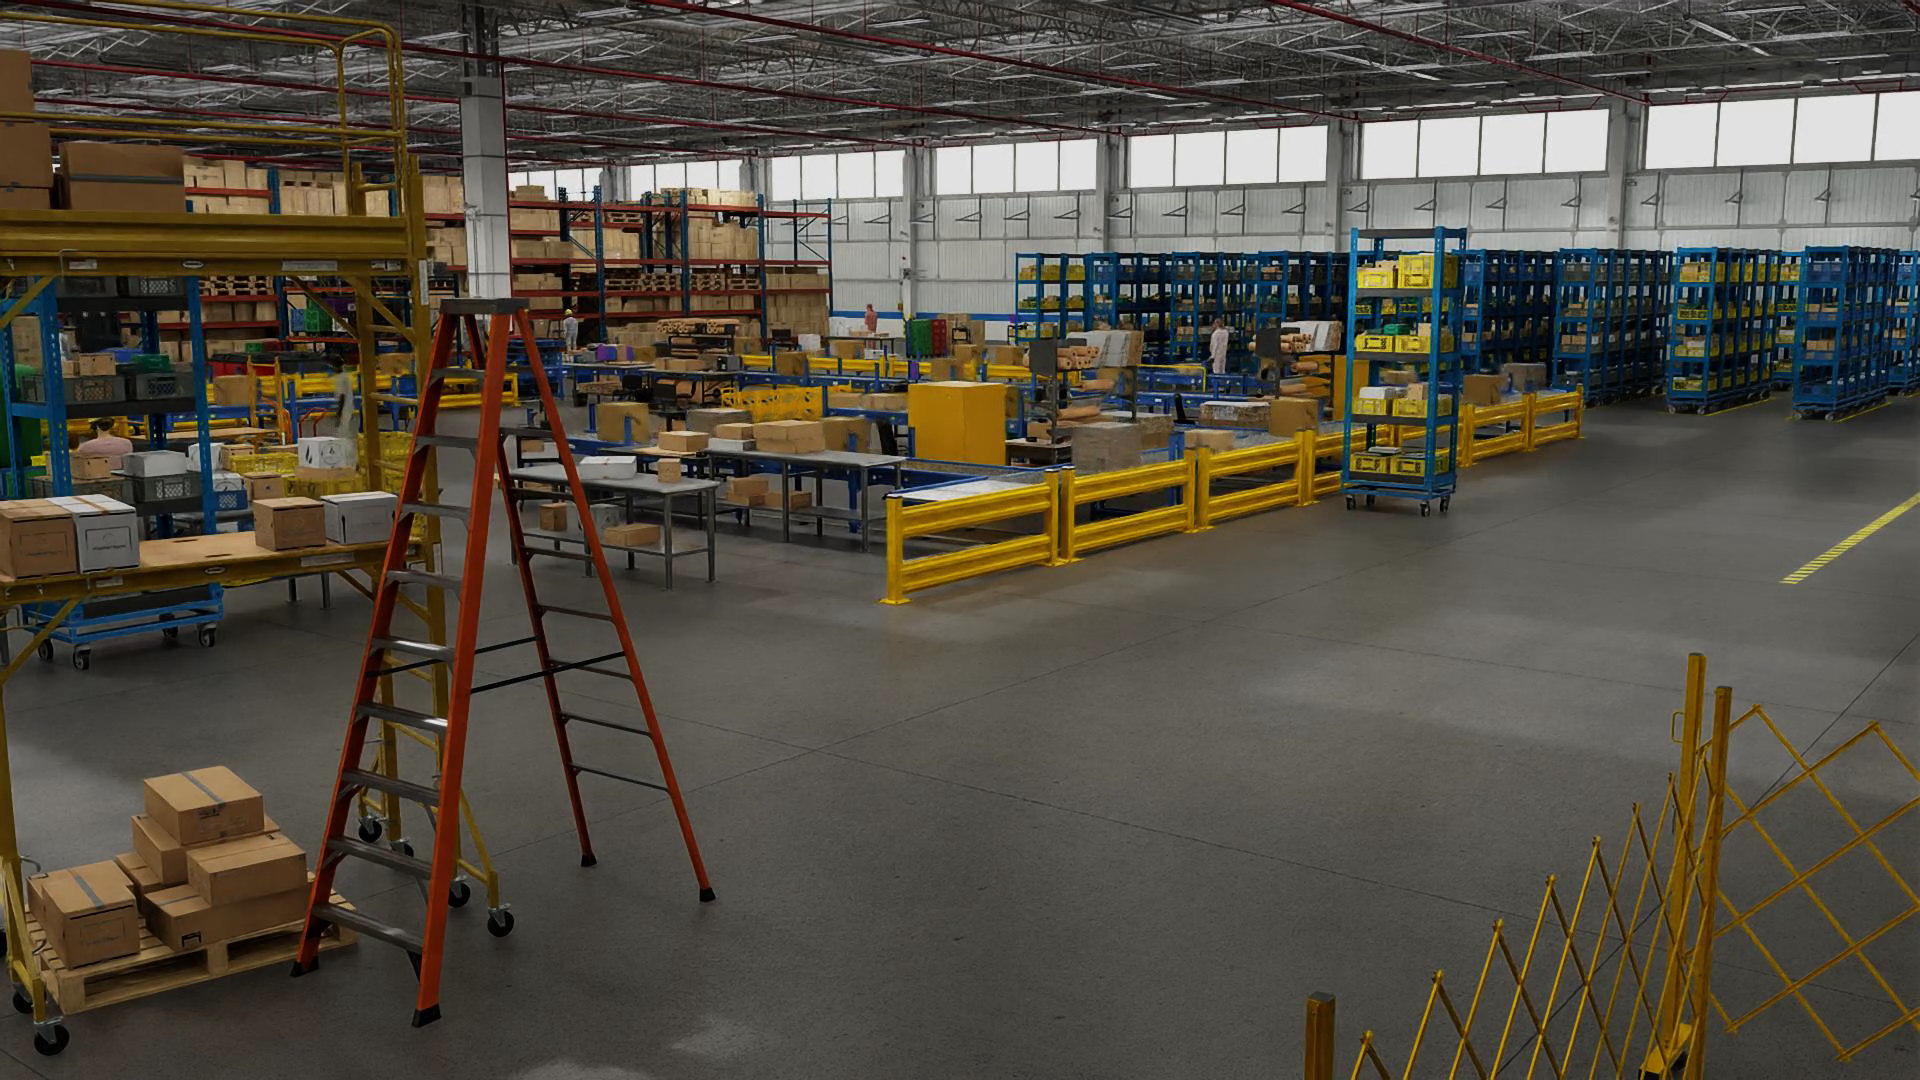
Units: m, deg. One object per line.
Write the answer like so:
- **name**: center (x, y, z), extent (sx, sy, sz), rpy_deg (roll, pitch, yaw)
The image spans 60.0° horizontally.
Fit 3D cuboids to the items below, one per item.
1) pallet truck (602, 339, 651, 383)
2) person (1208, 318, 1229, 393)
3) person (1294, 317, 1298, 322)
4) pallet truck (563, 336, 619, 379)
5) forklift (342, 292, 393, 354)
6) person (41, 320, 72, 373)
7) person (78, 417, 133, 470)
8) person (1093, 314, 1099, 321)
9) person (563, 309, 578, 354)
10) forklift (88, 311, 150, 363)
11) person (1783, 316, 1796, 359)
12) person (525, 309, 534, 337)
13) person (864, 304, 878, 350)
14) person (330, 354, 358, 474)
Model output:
- **pallet truck**: center (-8.991, -4.871, 45.351), extent (0.653, 1.274, 1.630), rpy_deg (7, 11, 37)
- **person**: center (6.542, -4.669, 42.200), extent (0.410, 1.909, 0.643), rpy_deg (7, 11, 37)
- **person**: center (10.089, -5.833, 49.648), extent (0.389, 1.848, 0.567), rpy_deg (7, 11, 37)
- **pallet truck**: center (-10.690, -5.294, 48.215), extent (1.601, 1.201, 0.680), rpy_deg (-5, 10, -26)
- **forklift**: center (-16.485, -5.622, 45.120), extent (1.129, 2.768, 1.873), rpy_deg (7, 11, 37)
- **person**: center (-21.744, -4.320, 40.049), extent (0.659, 1.909, 0.490), rpy_deg (-4, 10, -22)
- **person**: center (-8.272, -0.427, 16.156), extent (0.306, 1.770, 0.525), rpy_deg (7, 11, 37)
- **person**: center (4.568, -6.827, 56.212), extent (0.422, 1.736, 0.581), rpy_deg (1, 9, 5)
- **person**: center (-13.282, -6.948, 56.648), extent (0.404, 1.835, 0.590), rpy_deg (7, 11, 37)
- **forklift**: center (-22.099, -5.291, 43.054), extent (1.873, 2.768, 1.129), rpy_deg (1, 9, 8)
- **person**: center (25.524, -6.005, 50.871), extent (0.834, 1.803, 0.599), rpy_deg (4, 10, 24)
- **person**: center (-15.379, -7.326, 59.222), extent (0.306, 1.770, 0.525), rpy_deg (7, 11, 37)
- **person**: center (-3.399, -7.957, 62.714), extent (0.411, 1.911, 0.643), rpy_deg (7, 11, 37)
- **person**: center (-9.307, -1.910, 25.231), extent (0.430, 1.835, 0.681), rpy_deg (-3, 9, -16)
